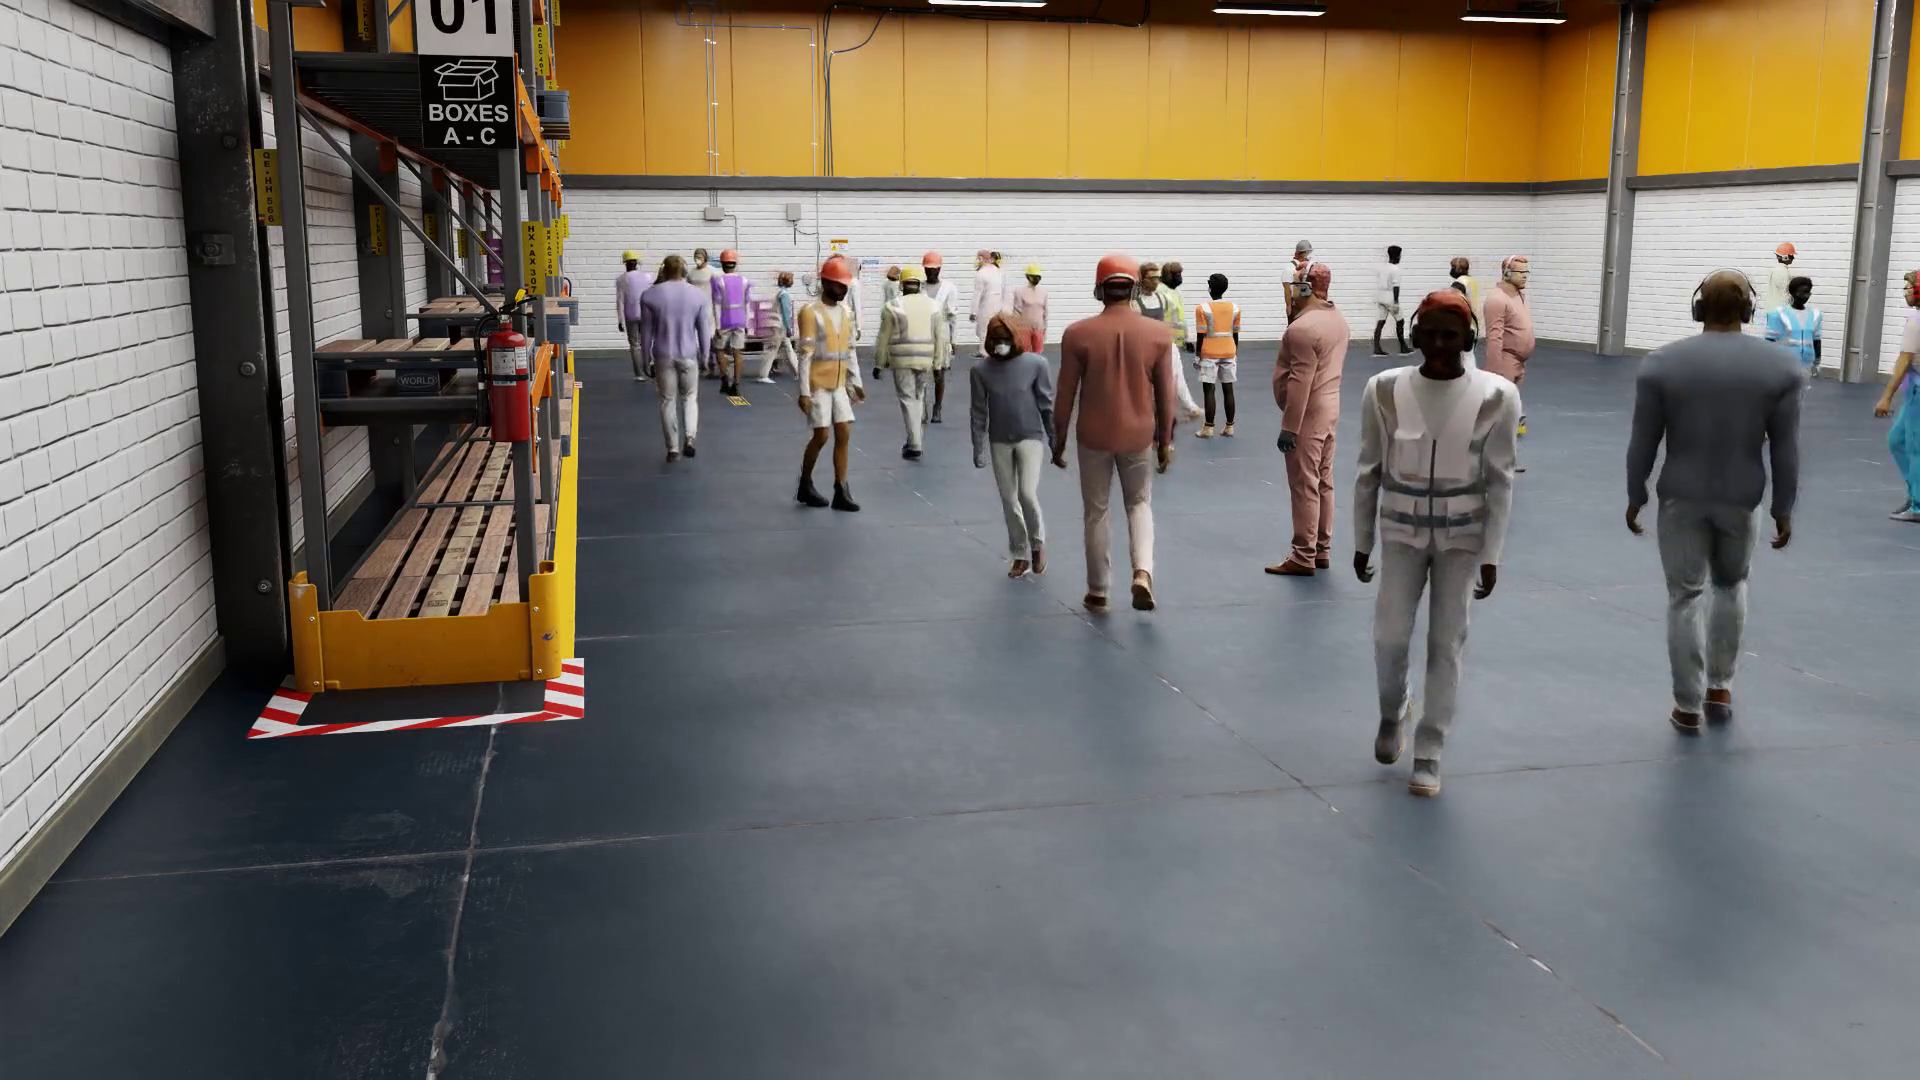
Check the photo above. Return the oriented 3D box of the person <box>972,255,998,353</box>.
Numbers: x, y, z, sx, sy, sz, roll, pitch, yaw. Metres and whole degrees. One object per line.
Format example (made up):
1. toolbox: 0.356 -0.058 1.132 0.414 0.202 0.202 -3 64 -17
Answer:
1. person: 0.422 -3.786 27.392 0.483 1.789 0.638 2 10 9

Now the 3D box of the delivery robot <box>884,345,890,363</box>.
1. delivery robot: -0.888 -3.054 26.483 0.477 0.478 0.707 10 14 44

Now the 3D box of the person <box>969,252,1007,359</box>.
1. person: 0.540 -3.957 28.226 0.871 1.831 0.532 -5 11 -26

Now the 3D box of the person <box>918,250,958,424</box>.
1. person: -0.295 -2.230 18.399 0.546 1.912 0.656 0 10 2

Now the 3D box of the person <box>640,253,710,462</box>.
1. person: -2.622 -1.672 15.316 0.636 1.920 0.432 -2 11 -13

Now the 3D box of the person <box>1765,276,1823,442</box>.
1. person: 8.150 -1.730 16.251 0.552 1.683 0.361 -1 10 -4

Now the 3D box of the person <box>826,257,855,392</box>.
1. person: -1.740 -2.894 22.379 0.843 1.808 0.653 8 13 38

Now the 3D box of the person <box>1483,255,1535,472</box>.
1. person: 4.770 -1.510 14.449 0.406 1.904 0.654 7 13 35

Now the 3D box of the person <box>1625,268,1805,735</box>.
1. person: 3.125 -0.168 6.972 0.650 1.915 0.653 3 11 17

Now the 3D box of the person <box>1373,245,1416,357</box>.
1. person: 7.628 -4.173 29.111 0.899 1.930 0.632 -4 11 -22

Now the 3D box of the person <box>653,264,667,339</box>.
1. person: -3.830 -2.748 21.819 0.480 1.711 0.725 -7 12 -33

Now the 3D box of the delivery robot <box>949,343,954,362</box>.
1. delivery robot: -0.427 -2.985 26.106 0.707 0.478 0.477 3 11 17

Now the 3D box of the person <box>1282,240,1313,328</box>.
1. person: 5.552 -3.821 26.876 0.688 2.000 0.539 -7 13 -35

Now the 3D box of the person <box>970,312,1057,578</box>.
1. person: 0.321 -0.566 10.015 0.534 1.605 0.376 3 11 18

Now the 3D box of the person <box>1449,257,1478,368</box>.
1. person: 6.435 -2.799 21.856 0.848 1.806 0.645 7 13 36

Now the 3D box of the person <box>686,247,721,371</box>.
1. person: -4.061 -3.577 25.886 0.632 1.919 0.669 6 12 32

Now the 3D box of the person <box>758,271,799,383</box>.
1. person: -2.516 -3.021 23.688 0.839 1.586 0.519 -2 10 -13

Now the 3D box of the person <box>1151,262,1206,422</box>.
1. person: 2.387 -2.223 18.712 0.964 1.792 0.638 4 11 22

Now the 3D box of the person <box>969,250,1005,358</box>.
1. person: 0.413 -3.593 26.075 0.440 1.881 0.748 7 12 33

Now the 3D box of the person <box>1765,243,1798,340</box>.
1. person: 12.094 -3.377 24.546 0.376 1.995 0.608 1 10 6

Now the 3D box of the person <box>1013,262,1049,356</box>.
1. person: 0.905 -2.739 21.674 0.543 1.753 0.466 -5 11 -26

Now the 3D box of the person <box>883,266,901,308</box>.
1. person: -1.071 -3.814 28.074 0.869 1.580 0.509 -6 12 -31

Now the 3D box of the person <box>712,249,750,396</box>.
1. person: -3.001 -2.843 21.782 0.554 1.920 0.422 -5 11 -27

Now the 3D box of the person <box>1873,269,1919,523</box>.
1. person: 6.918 -1.032 12.020 0.495 1.823 0.586 10 14 43

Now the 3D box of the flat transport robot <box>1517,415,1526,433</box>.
1. flat transport robot: 5.701 -1.325 17.947 0.652 0.197 1.431 2 11 13

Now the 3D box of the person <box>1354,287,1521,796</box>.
1. person: 1.738 0.009 6.134 0.573 1.868 0.438 4 11 19

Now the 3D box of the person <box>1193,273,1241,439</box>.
1. person: 2.643 -1.892 17.141 0.537 1.695 0.321 -4 11 -22

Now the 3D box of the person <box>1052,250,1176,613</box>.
1. person: 0.830 -0.557 8.955 0.644 1.980 0.572 -1 10 -6

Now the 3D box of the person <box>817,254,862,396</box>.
1. person: -1.543 -2.735 21.370 0.591 1.845 0.942 0 10 1

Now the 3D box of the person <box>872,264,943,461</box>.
1. person: -0.514 -1.659 15.534 0.609 1.798 0.751 -6 12 -29

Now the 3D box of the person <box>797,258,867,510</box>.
1. person: -0.969 -1.185 12.644 0.594 1.908 0.626 9 13 40

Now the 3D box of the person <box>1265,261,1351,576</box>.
1. person: 2.108 -0.735 10.150 0.410 1.909 0.643 6 12 32

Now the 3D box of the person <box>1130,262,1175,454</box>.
1. person: 1.803 -1.689 15.647 0.557 1.826 0.613 -8 13 -37

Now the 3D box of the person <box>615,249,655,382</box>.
1. person: -4.658 -3.222 23.934 0.614 1.901 0.495 -7 12 -34
